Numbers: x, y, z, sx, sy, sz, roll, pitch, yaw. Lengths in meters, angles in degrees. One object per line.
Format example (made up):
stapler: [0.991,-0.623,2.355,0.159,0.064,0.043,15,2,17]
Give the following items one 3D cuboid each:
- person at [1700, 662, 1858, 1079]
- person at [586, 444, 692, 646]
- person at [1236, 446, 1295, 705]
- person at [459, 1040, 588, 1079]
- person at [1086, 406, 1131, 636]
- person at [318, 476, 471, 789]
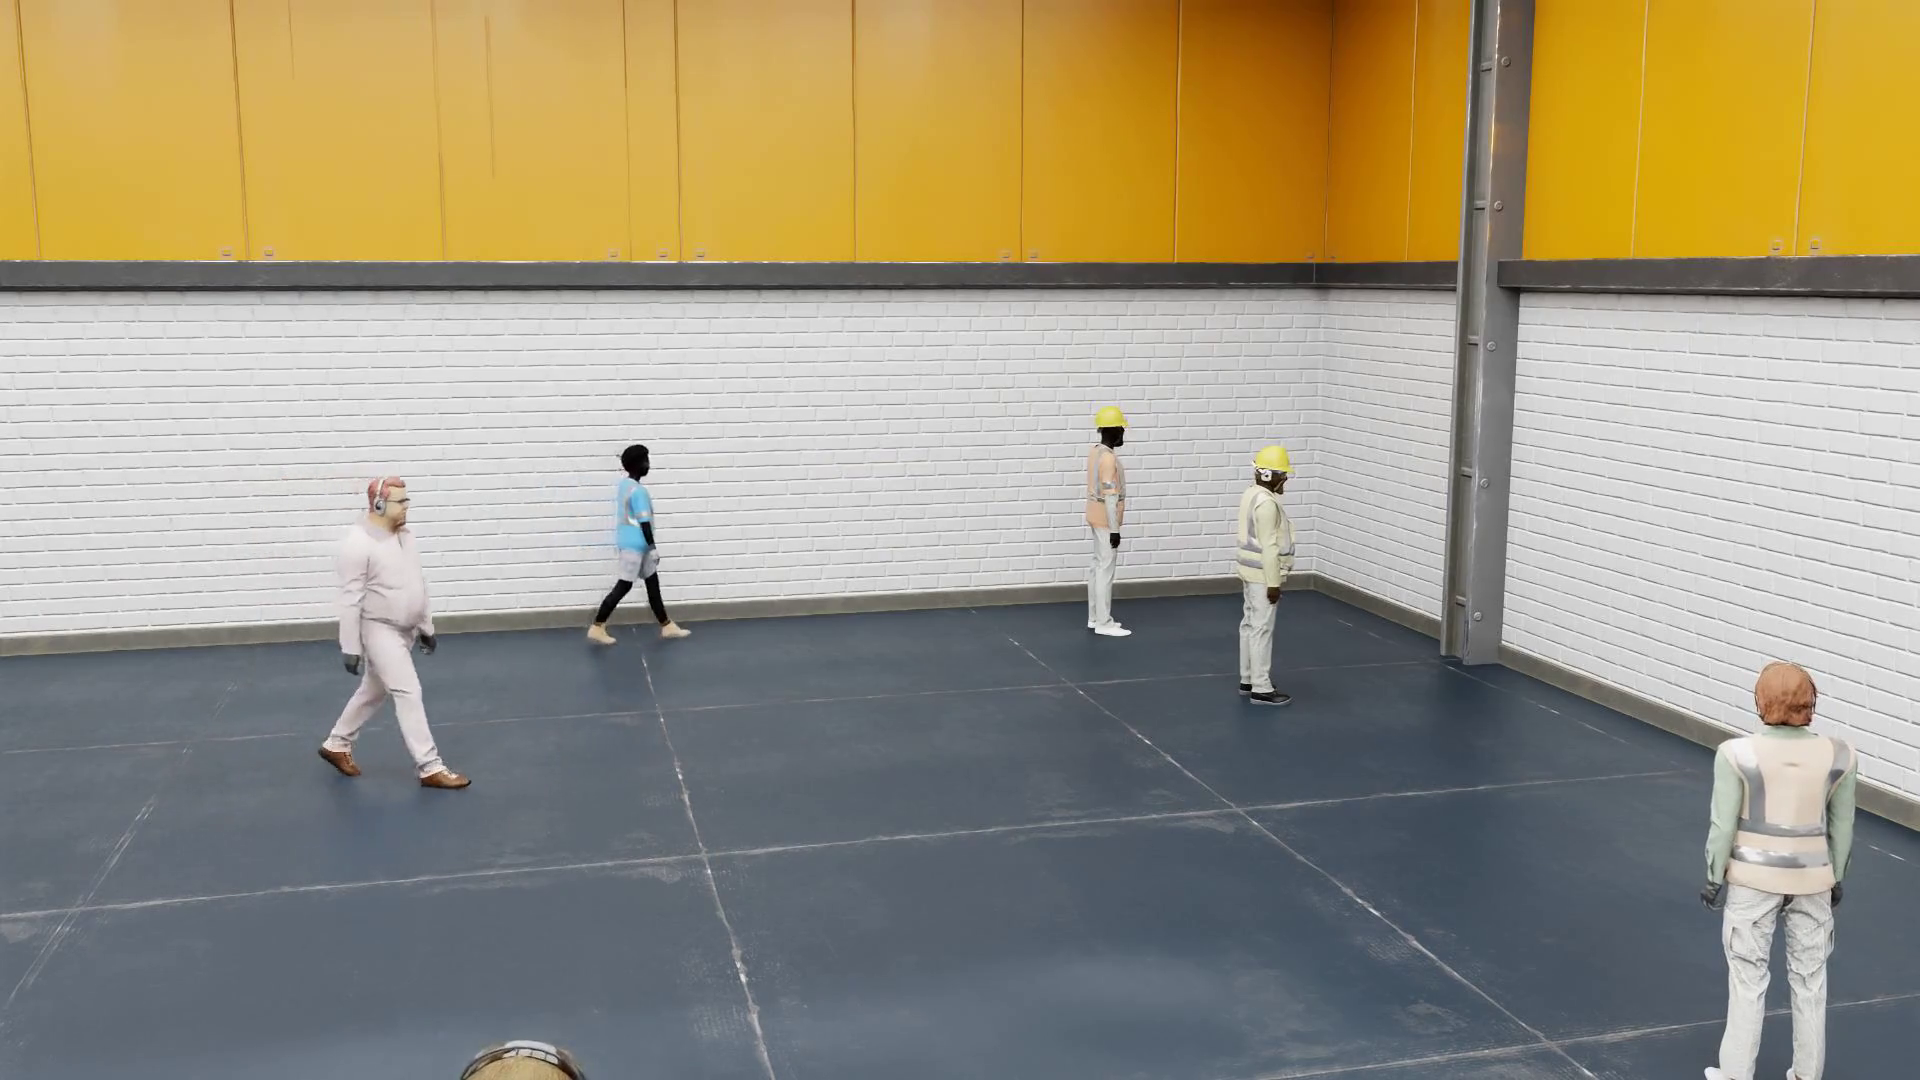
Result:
person: [2.972,1.253,6.056,0.513,1.638,0.313,1,9,5]
person: [-2.670,0.042,13.577,0.884,1.656,0.538,-3,10,-20]
person: [2.163,0.245,11.771,0.404,1.824,0.586,-1,9,-4]
person: [-0.645,1.667,2.608,0.645,1.927,0.392,-2,9,-13]
person: [1.239,-0.161,13.971,0.355,1.930,0.587,-1,9,-8]
person: [-3.421,0.539,9.857,1.018,1.855,0.649,2,9,12]
